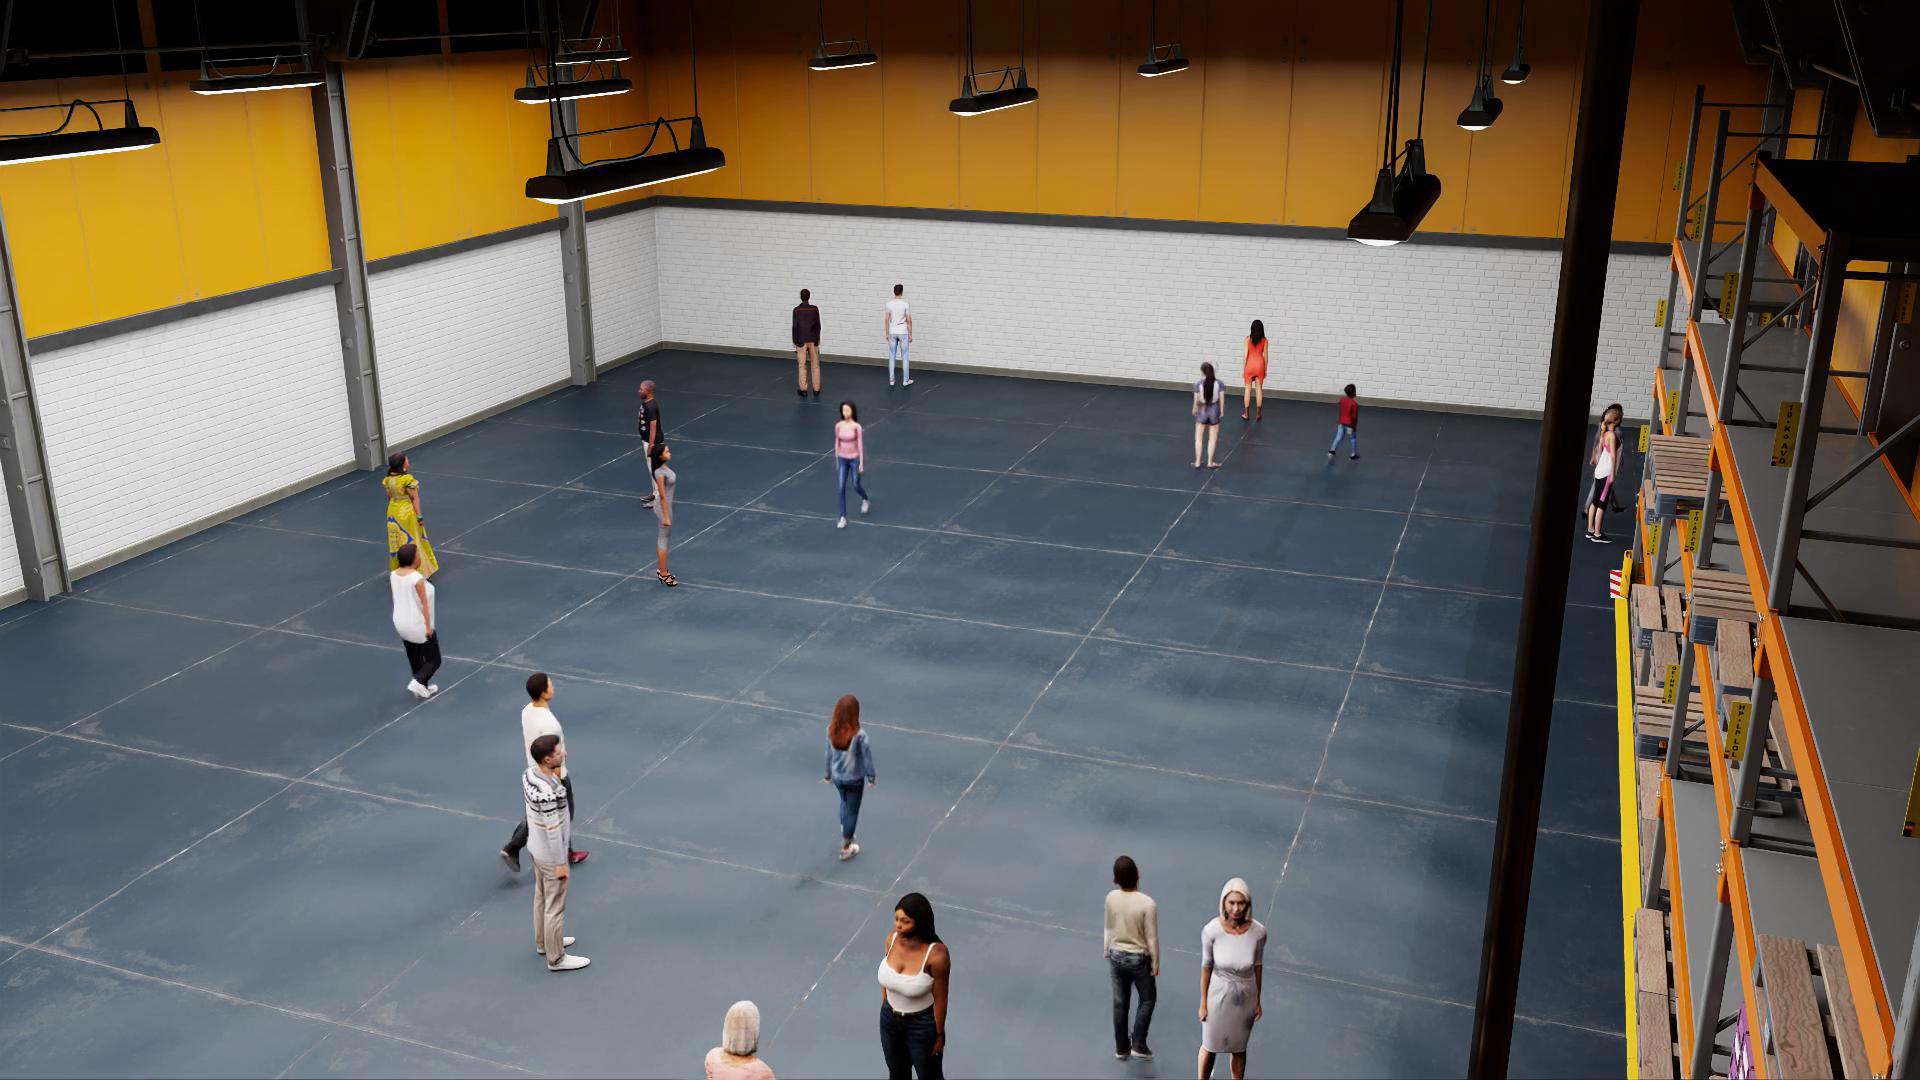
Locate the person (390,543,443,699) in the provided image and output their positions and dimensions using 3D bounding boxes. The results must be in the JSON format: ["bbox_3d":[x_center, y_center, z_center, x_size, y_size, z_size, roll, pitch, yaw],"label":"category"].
[{"bbox_3d":[-5.620,0.861,17.059,0.756,1.678,0.753,14,23,35],"label":"person"}]

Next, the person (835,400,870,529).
[{"bbox_3d":[-1.468,-1.075,22.752,0.578,1.715,1.055,6,20,19],"label":"person"}]

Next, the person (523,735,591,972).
[{"bbox_3d":[-3.081,2.314,12.460,0.793,1.860,0.753,-10,21,-28],"label":"person"}]

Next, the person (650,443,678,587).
[{"bbox_3d":[-3.647,-0.326,20.422,0.719,1.781,0.606,-3,19,-8],"label":"person"}]

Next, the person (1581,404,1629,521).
[{"bbox_3d":[8.749,-1.029,22.730,1.024,1.640,1.053,-4,19,-12],"label":"person"}]

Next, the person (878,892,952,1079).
[{"bbox_3d":[-0.286,3.019,10.446,0.700,1.810,0.688,13,22,33],"label":"person"}]

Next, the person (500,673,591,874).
[{"bbox_3d":[-3.471,1.946,13.672,1.098,1.785,0.924,-16,24,-39],"label":"person"}]

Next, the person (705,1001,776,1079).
[{"bbox_3d":[-1.262,3.440,9.404,0.756,1.677,1.204,10,21,28],"label":"person"}]

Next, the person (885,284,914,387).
[{"bbox_3d":[-1.129,-3.774,30.553,0.678,1.851,0.565,5,19,13],"label":"person"}]

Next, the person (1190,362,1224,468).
[{"bbox_3d":[3.788,-1.905,25.337,0.681,1.637,0.630,6,20,18],"label":"person"}]

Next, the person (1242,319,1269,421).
[{"bbox_3d":[4.982,-2.884,28.115,0.654,1.719,0.640,0,19,-1],"label":"person"}]

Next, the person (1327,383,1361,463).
[{"bbox_3d":[5.928,-1.793,25.628,0.892,1.240,0.731,-15,24,-38],"label":"person"}]

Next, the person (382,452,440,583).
[{"bbox_3d":[-6.826,-0.278,20.471,0.886,1.660,0.813,9,21,26],"label":"person"}]

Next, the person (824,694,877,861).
[{"bbox_3d":[-0.976,2.018,13.961,0.621,1.462,0.617,9,21,26],"label":"person"}]

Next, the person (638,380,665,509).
[{"bbox_3d":[-4.347,-1.375,23.500,0.819,1.805,0.729,-5,19,-14],"label":"person"}]

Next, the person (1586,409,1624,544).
[{"bbox_3d":[8.527,-0.864,22.013,0.729,1.787,0.569,0,19,1],"label":"person"}]

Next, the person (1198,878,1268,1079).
[{"bbox_3d":[1.739,2.957,10.723,0.634,1.750,0.625,-1,19,-2],"label":"person"}]

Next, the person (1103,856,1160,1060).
[{"bbox_3d":[1.148,2.895,11.383,0.599,1.447,0.630,12,22,31],"label":"person"}]

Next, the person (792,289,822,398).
[{"bbox_3d":[-2.741,-3.537,29.733,0.790,1.925,0.826,-6,20,-18],"label":"person"}]
